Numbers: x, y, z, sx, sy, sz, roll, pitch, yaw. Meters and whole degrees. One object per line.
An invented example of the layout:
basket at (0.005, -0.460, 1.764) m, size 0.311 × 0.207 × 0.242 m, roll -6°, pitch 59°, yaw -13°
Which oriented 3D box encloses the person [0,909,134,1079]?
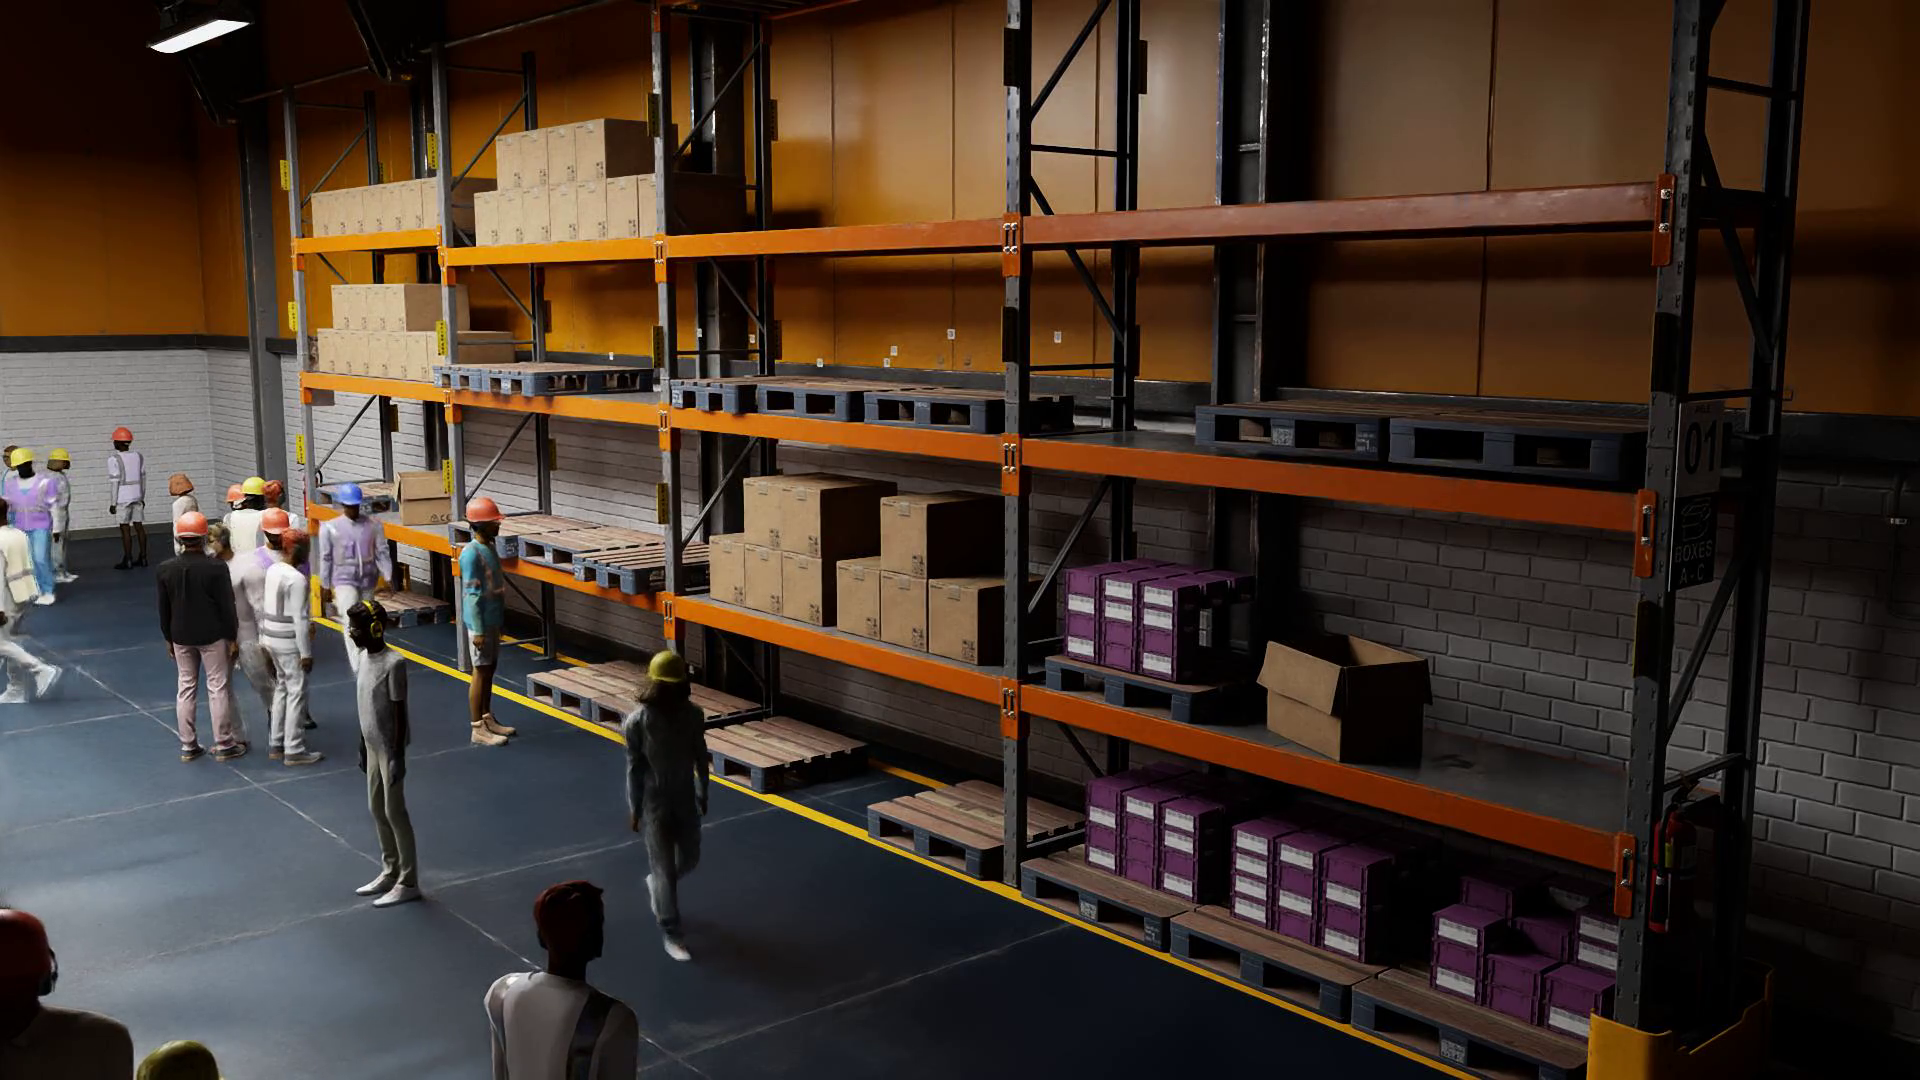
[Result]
person at (-2.641, 1.992, 4.712) m, size 0.612 × 1.984 × 0.409 m, roll -3°, pitch 9°, yaw -21°

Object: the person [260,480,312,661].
person at (-6.746, 0.346, 16.483) m, size 0.575 × 1.884 × 0.355 m, roll 1°, pitch 8°, yaw 8°

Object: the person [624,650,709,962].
person at (-1.667, 1.448, 9.389) m, size 0.494 × 1.727 × 0.667 m, roll -6°, pitch 10°, yaw -35°

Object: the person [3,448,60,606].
person at (-11.095, -0.146, 19.852) m, size 0.594 × 1.900 × 0.579 m, roll -1°, pitch 8°, yaw -4°

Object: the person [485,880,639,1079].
person at (-1.215, 1.980, 5.174) m, size 0.574 × 1.877 × 0.354 m, roll 4°, pitch 9°, yaw 27°

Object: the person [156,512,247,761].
person at (-6.007, 0.767, 13.167) m, size 0.609 × 1.997 × 0.375 m, roll 0°, pitch 8°, yaw 2°

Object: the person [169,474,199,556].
person at (-9.091, 0.033, 19.557) m, size 0.290 × 1.629 × 0.499 m, roll 0°, pitch 8°, yaw 1°

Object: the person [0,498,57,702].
person at (-8.526, 0.547, 15.040) m, size 0.545 × 1.894 × 0.621 m, roll -1°, pitch 8°, yaw -6°

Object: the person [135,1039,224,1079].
person at (-2.022, 2.163, 4.386) m, size 0.487 × 1.737 × 0.323 m, roll 3°, pitch 9°, yaw 19°

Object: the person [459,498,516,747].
person at (-3.885, 0.668, 13.696) m, size 0.373 × 2.043 × 0.615 m, roll 0°, pitch 8°, yaw -1°

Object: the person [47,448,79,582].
person at (-11.683, -0.325, 21.637) m, size 0.322 × 1.741 × 0.489 m, roll -2°, pitch 8°, yaw -15°

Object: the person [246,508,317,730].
person at (-5.730, 0.677, 14.059) m, size 0.548 × 1.924 × 0.387 m, roll -7°, pitch 11°, yaw -42°

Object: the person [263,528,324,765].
person at (-5.273, 0.836, 13.110) m, size 0.403 × 1.872 × 0.602 m, roll -7°, pitch 11°, yaw -41°

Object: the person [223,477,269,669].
person at (-6.960, 0.337, 16.444) m, size 0.591 × 1.921 × 0.393 m, roll 1°, pitch 8°, yaw 9°

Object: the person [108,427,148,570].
person at (-11.333, -0.567, 22.627) m, size 0.347 × 1.942 × 0.545 m, roll 3°, pitch 9°, yaw 23°

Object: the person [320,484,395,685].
person at (-5.736, 0.421, 15.907) m, size 0.611 × 1.899 × 0.966 m, roll -7°, pitch 10°, yaw -38°

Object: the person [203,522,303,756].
person at (-5.788, 0.777, 13.477) m, size 0.665 × 1.905 × 0.673 m, roll 3°, pitch 9°, yaw 20°

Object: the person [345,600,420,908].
person at (-3.520, 1.281, 10.104) m, size 0.525 × 1.856 × 0.344 m, roll 8°, pitch 11°, yaw 44°
